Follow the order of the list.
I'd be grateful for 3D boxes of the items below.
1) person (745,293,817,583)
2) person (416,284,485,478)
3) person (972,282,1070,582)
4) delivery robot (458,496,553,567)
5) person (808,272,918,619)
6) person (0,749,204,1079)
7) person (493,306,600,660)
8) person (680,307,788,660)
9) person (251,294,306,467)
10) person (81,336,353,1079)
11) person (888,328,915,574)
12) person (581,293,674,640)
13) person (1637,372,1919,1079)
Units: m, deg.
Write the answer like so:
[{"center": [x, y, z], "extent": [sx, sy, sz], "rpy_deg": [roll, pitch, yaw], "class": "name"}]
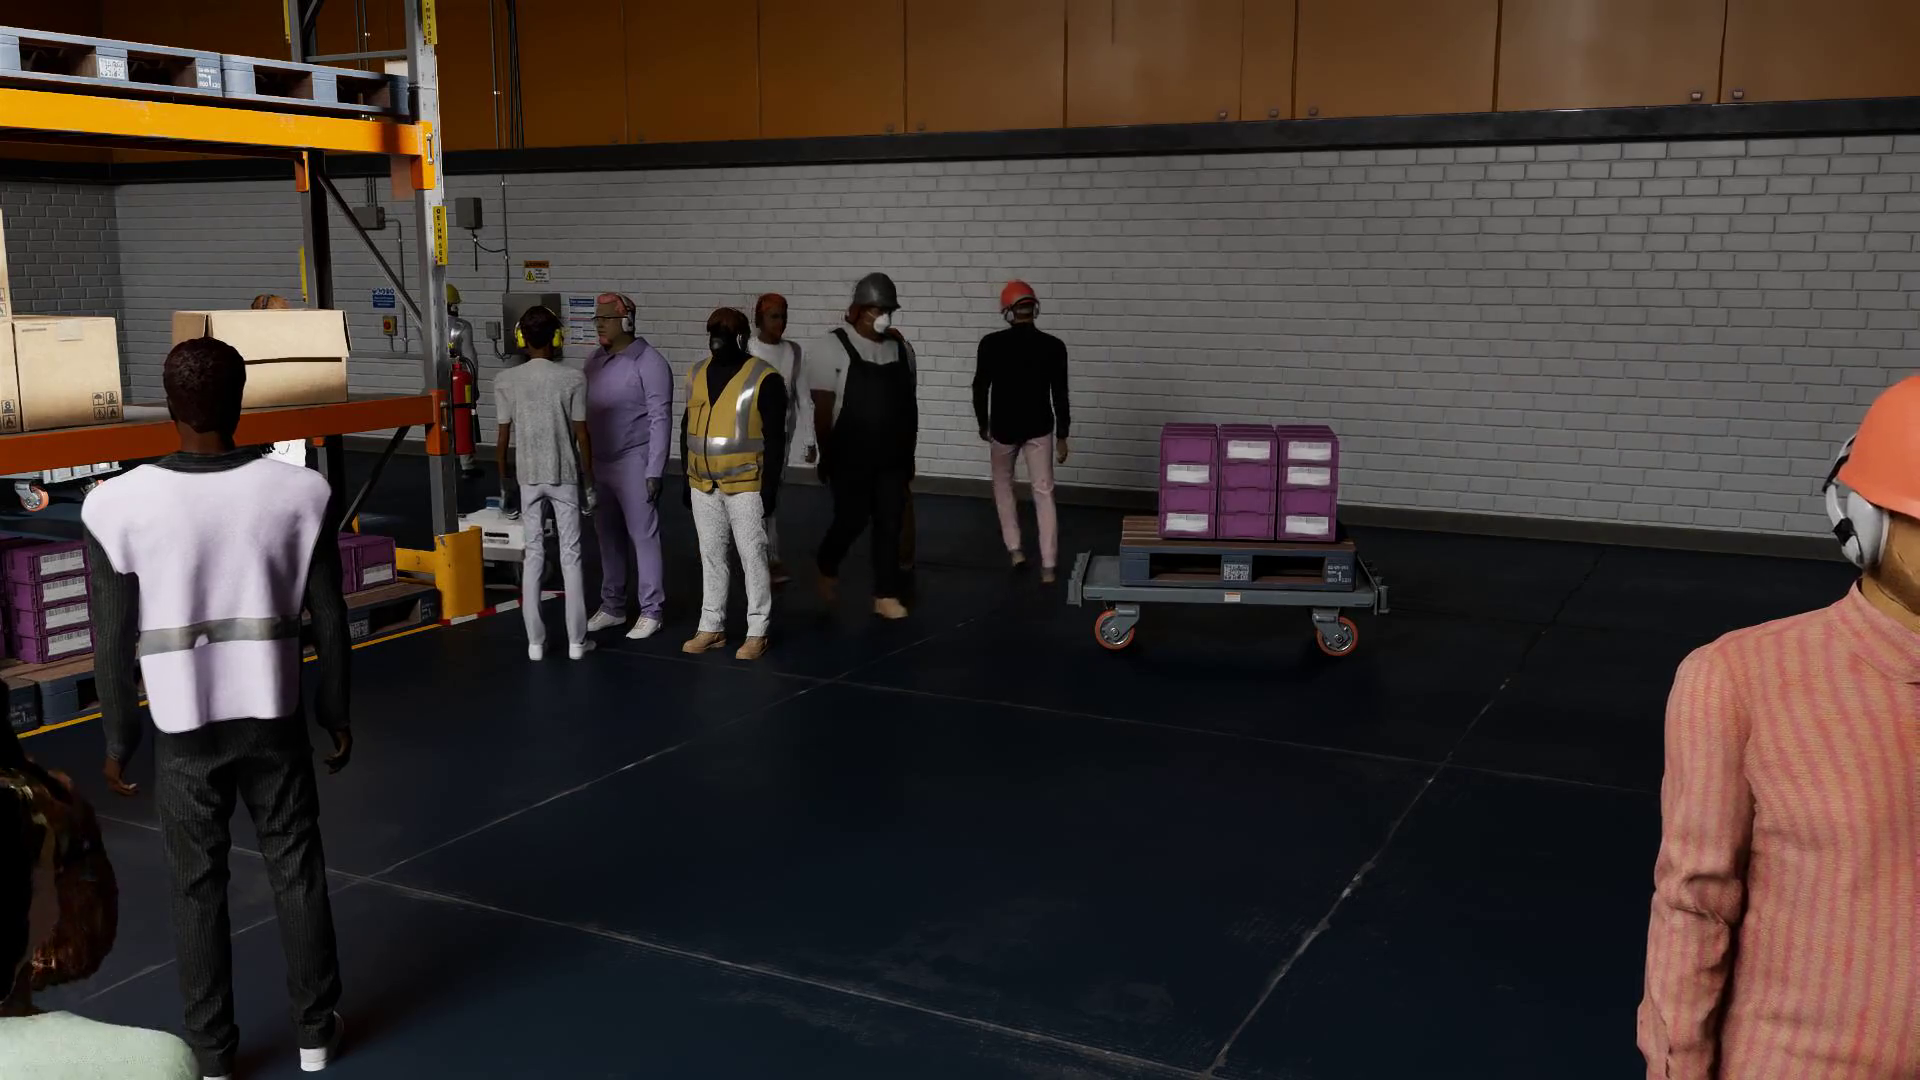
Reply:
[{"center": [-1.184, -0.651, 10.757], "extent": [0.619, 1.857, 0.754], "rpy_deg": [-7, 12, -37], "class": "person"}, {"center": [-4.801, -1.493, 15.715], "extent": [0.587, 1.835, 0.403], "rpy_deg": [2, 10, 14], "class": "person"}, {"center": [0.405, -0.716, 10.929], "extent": [0.643, 1.930, 0.708], "rpy_deg": [-1, 10, -7], "class": "person"}, {"center": [-2.991, -0.037, 10.713], "extent": [0.707, 0.478, 0.477], "rpy_deg": [3, 10, 19], "class": "delivery robot"}, {"center": [-0.540, -0.554, 9.682], "extent": [0.696, 2.000, 0.654], "rpy_deg": [-6, 12, -32], "class": "person"}, {"center": [-1.051, 1.036, 1.760], "extent": [0.509, 1.598, 0.799], "rpy_deg": [2, 10, 9], "class": "person"}, {"center": [-2.150, -0.289, 8.694], "extent": [0.514, 1.858, 0.356], "rpy_deg": [0, 10, 1], "class": "person"}, {"center": [-1.215, -0.296, 8.760], "extent": [0.626, 1.846, 0.429], "rpy_deg": [5, 11, 26], "class": "person"}, {"center": [-4.732, -0.778, 11.553], "extent": [0.429, 1.842, 0.633], "rpy_deg": [-1, 10, -4], "class": "person"}, {"center": [-1.846, 0.452, 4.215], "extent": [0.596, 1.917, 0.374], "rpy_deg": [-6, 11, -29], "class": "person"}, {"center": [-0.443, -0.586, 11.046], "extent": [0.276, 1.631, 0.507], "rpy_deg": [1, 10, 6], "class": "person"}, {"center": [-1.883, -0.406, 9.214], "extent": [0.644, 1.908, 0.408], "rpy_deg": [7, 12, 33], "class": "person"}, {"center": [1.218, 0.759, 2.233], "extent": [0.608, 1.989, 0.386], "rpy_deg": [-1, 10, -4], "class": "person"}]
